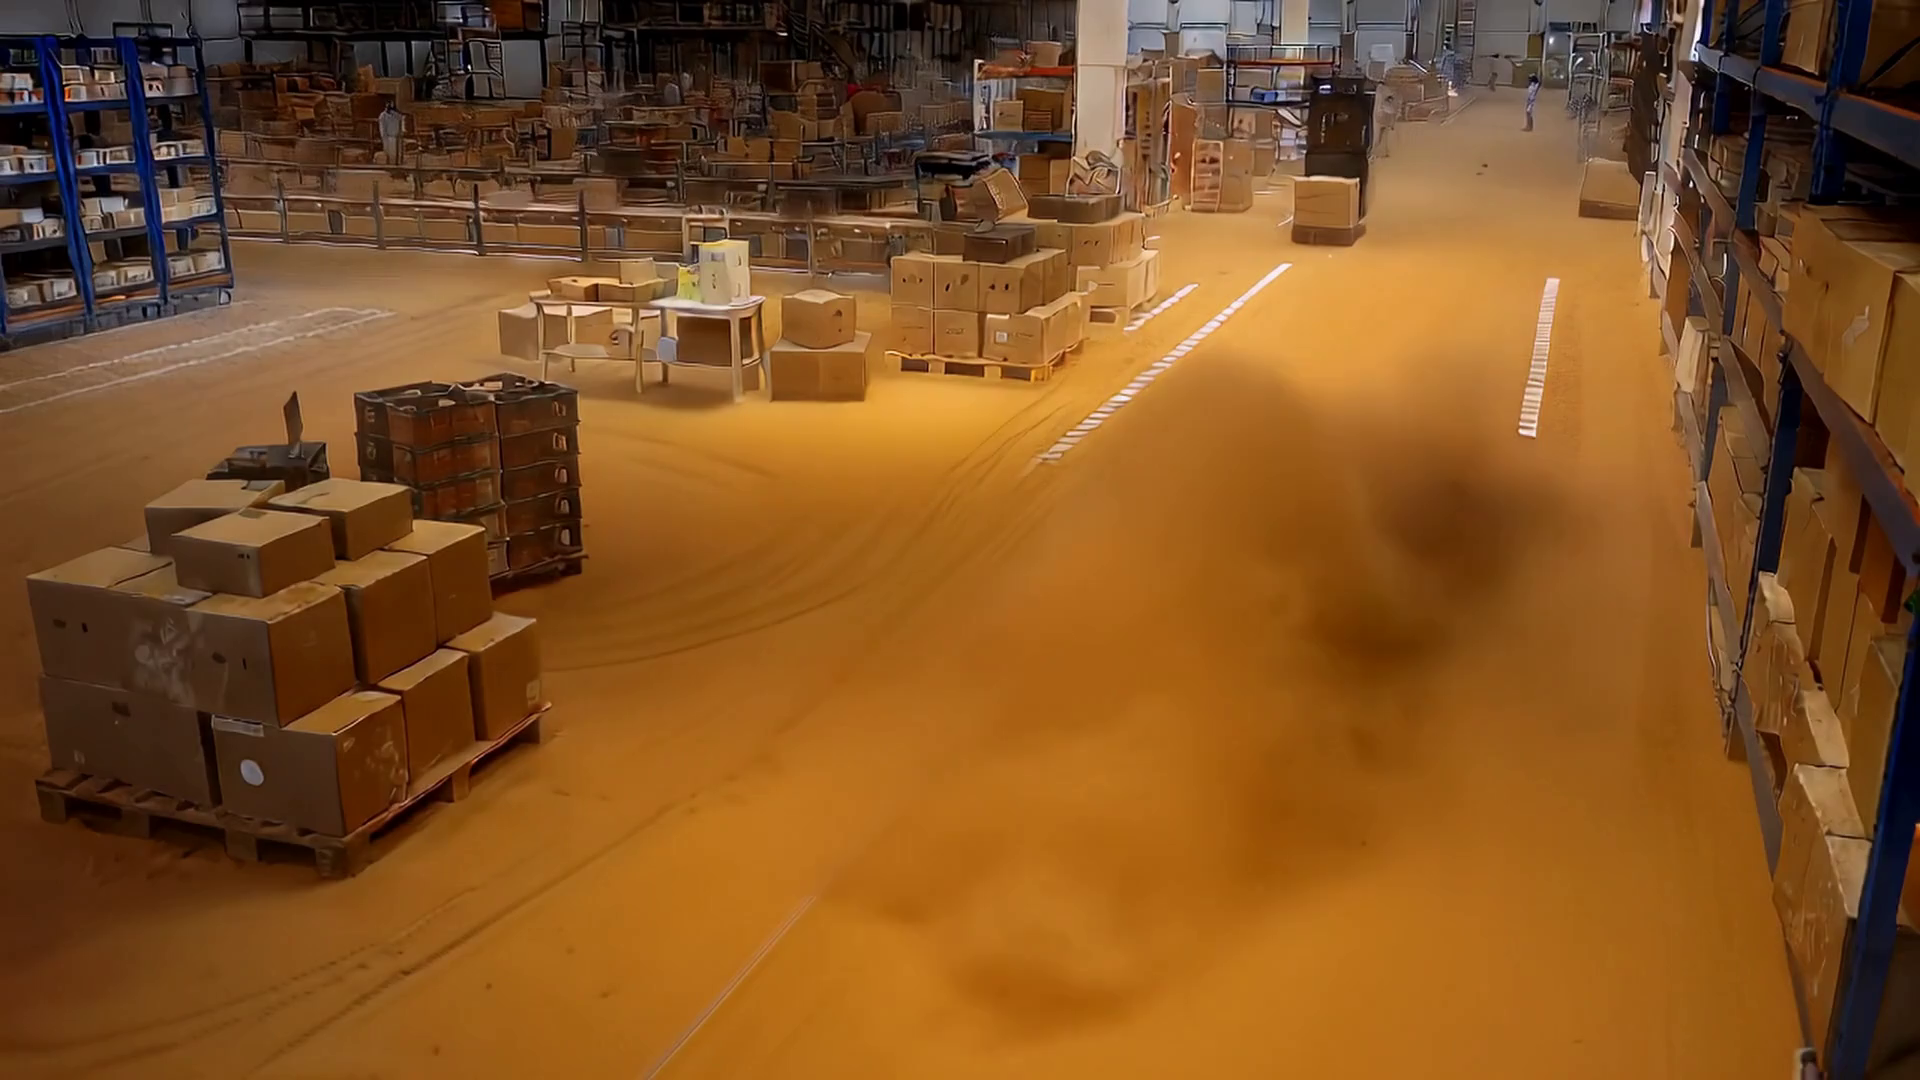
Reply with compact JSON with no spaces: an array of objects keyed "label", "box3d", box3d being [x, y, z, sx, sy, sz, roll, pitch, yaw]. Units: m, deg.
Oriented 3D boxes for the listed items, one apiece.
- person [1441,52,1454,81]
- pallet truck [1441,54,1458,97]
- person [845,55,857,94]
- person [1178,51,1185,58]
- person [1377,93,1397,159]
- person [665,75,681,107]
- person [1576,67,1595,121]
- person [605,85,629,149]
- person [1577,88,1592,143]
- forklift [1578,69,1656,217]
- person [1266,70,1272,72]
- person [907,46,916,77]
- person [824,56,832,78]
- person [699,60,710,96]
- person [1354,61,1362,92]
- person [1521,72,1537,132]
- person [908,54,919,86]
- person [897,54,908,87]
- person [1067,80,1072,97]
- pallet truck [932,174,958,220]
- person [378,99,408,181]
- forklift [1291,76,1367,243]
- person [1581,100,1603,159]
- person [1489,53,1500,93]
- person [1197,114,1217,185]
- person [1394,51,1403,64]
[{"label":"person","box3d":[23.317,-22.344,79.726,0.598,2.000,0.691,-2,18,-5]},{"label":"pallet truck","box3d":[22.765,-21.886,78.355,0.823,1.965,1.885,-4,18,-14]},{"label":"person","box3d":[-5.247,-22.612,80.858,0.714,1.863,0.599,-8,19,-24]},{"label":"person","box3d":[12.003,-25.471,89.890,0.634,1.841,0.429,-12,21,-34]},{"label":"person","box3d":[11.697,-11.337,45.587,0.525,1.769,0.310,0,18,-1]},{"label":"person","box3d":[-9.675,-14.766,56.247,0.592,1.835,0.404,9,20,25]},{"label":"person","box3d":[23.000,-16.408,61.218,0.606,1.957,0.383,3,18,10]},{"label":"person","box3d":[-9.139,-11.108,44.461,0.630,2.022,0.455,8,19,23]},{"label":"person","box3d":[19.320,-13.126,51.410,0.312,1.642,0.512,-1,18,-2]},{"label":"forklift","box3d":[13.219,-7.740,32.475,1.873,2.768,1.129,6,19,18]},{"label":"person","box3d":[11.177,-16.310,61.079,0.624,1.852,0.527,7,19,22]},{"label":"person","box3d":[-2.986,-29.213,101.633,0.627,1.845,0.429,-7,19,-21]},{"label":"person","box3d":[-6.209,-21.680,77.885,0.839,1.889,0.598,-11,21,-31]},{"label":"person","box3d":[-11.612,-20.872,75.495,0.959,1.806,0.511,-9,20,-27]},{"label":"person","box3d":[16.640,-19.126,69.804,0.400,1.928,0.542,9,20,27]},{"label":"person","box3d":[19.196,-14.767,56.086,0.359,1.936,0.551,13,22,36]},{"label":"person","box3d":[-2.193,-22.389,80.013,0.625,1.962,0.930,3,18,10]},{"label":"person","box3d":[-2.824,-22.867,81.578,0.556,1.919,0.812,0,18,1]},{"label":"person","box3d":[3.899,-15.524,58.503,0.527,1.919,0.556,7,19,22]},{"label":"pallet truck","box3d":[-0.507,-5.292,27.348,0.653,1.274,1.630,6,19,19]},{"label":"person","box3d":[-13.566,-9.591,39.894,0.401,1.901,0.646,16,24,41]},{"label":"forklift","box3d":[6.598,-6.755,29.381,1.129,2.768,1.873,6,19,19]},{"label":"person","box3d":[17.204,-11.162,45.302,0.529,1.606,0.783,7,19,20]},{"label":"person","box3d":[26.602,-23.222,82.666,0.369,1.928,0.586,-6,19,-19]},{"label":"person","box3d":[5.795,-9.116,38.826,0.289,1.633,0.498,-11,21,-31]},{"label":"person","box3d":[23.735,-25.560,90.127,0.520,1.861,0.332,8,19,23]}]
